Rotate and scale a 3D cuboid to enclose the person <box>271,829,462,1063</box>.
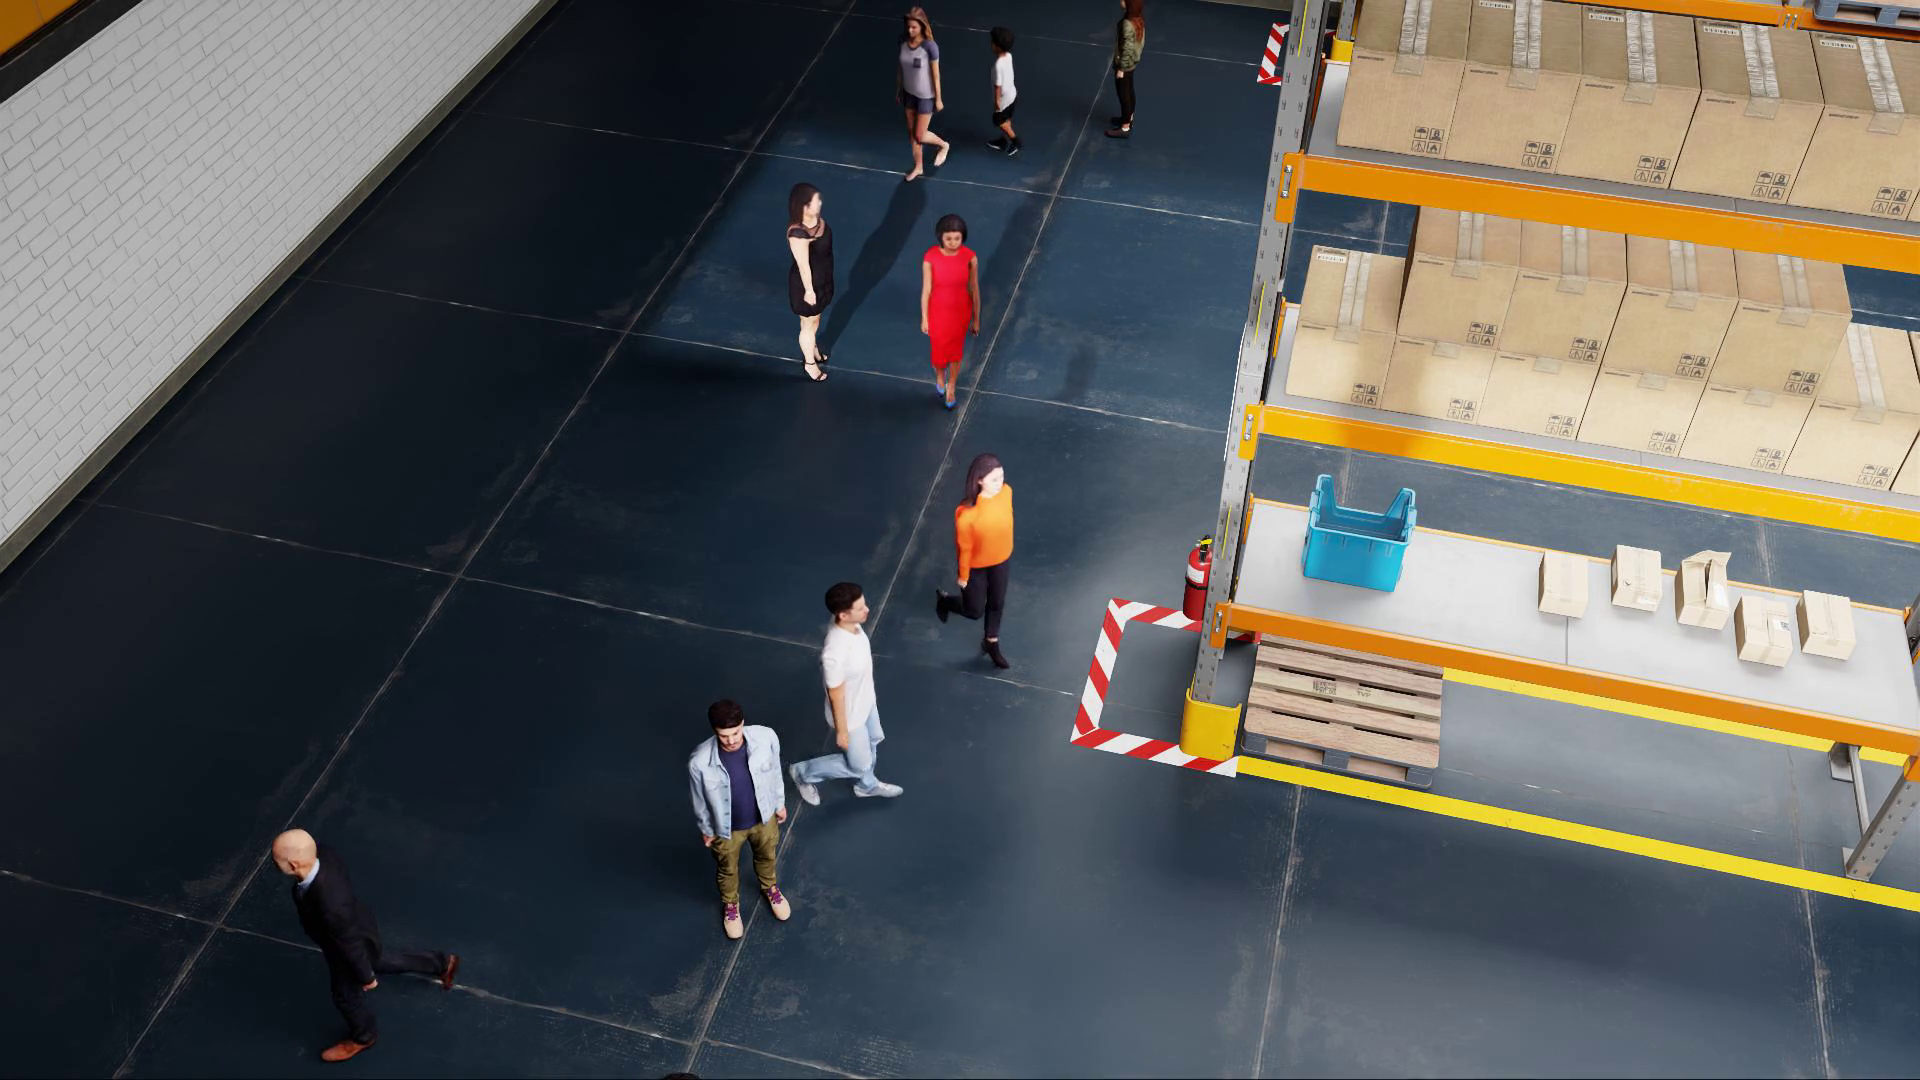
[{"bbox_3d":[-3.105,2.047,8.656,1.180,1.775,1.093,-20,47,-20],"label":"person"}]

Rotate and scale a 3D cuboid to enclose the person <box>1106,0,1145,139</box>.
[{"bbox_3d":[1.583,-4.541,15.789,0.500,1.475,0.589,12,45,12],"label":"person"}]

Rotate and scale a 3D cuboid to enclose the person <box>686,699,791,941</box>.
[{"bbox_3d":[-1.209,1.517,9.187,0.735,1.811,0.822,-17,46,-17],"label":"person"}]

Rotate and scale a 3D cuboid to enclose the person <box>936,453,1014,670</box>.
[{"bbox_3d":[0.090,0.112,10.720,0.895,1.730,1.014,-32,52,-29],"label":"person"}]

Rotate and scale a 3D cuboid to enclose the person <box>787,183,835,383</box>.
[{"bbox_3d":[-1.178,-2.020,12.966,0.679,1.719,0.705,0,44,0],"label":"person"}]

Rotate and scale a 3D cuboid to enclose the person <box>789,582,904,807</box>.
[{"bbox_3d":[-0.723,0.952,9.756,0.906,1.844,0.701,7,44,8],"label":"person"}]

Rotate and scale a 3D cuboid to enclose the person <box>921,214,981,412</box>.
[{"bbox_3d":[-0.089,-1.761,12.684,0.682,1.733,0.768,-5,44,-5],"label":"person"}]

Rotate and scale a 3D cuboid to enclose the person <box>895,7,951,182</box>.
[{"bbox_3d":[-0.302,-4.083,15.138,0.786,1.710,0.844,32,52,29],"label":"person"}]

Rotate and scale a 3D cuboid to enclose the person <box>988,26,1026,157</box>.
[{"bbox_3d":[0.467,-4.184,15.578,0.697,1.249,0.573,20,47,20],"label":"person"}]
